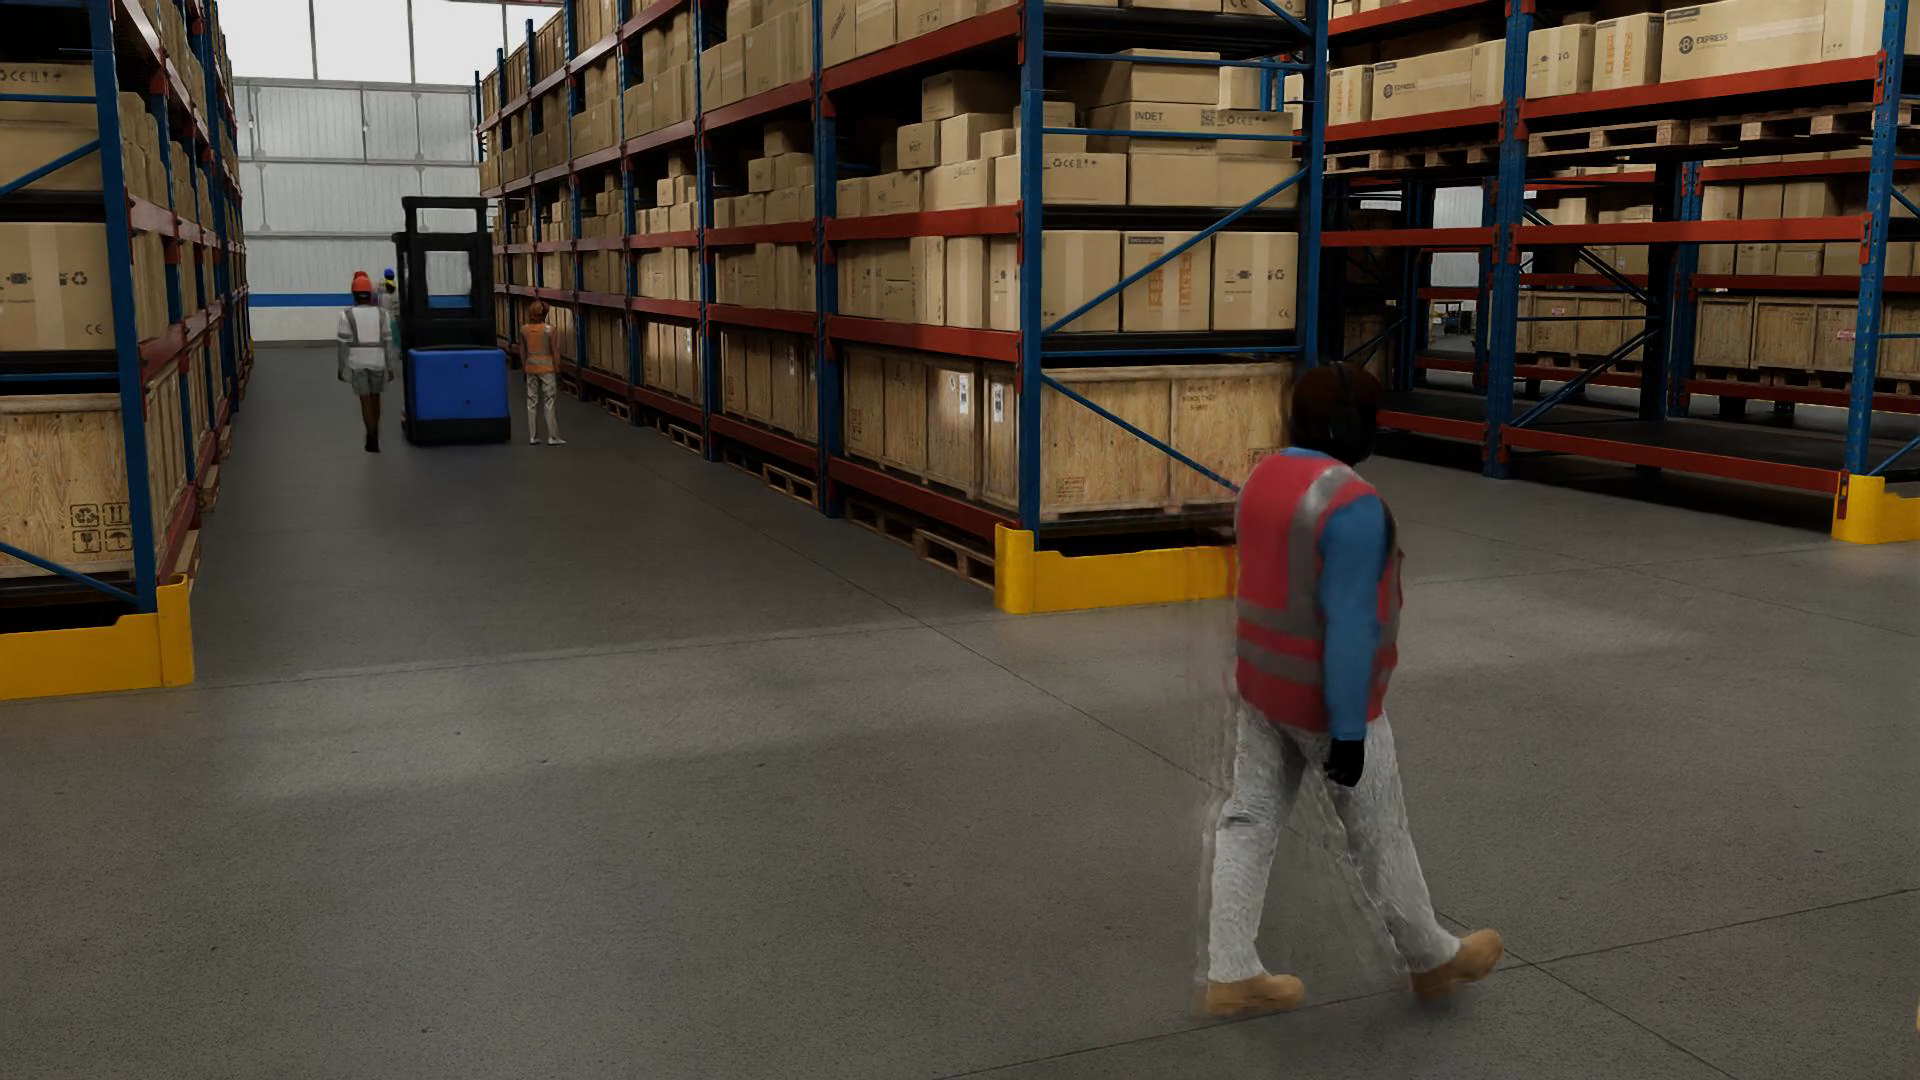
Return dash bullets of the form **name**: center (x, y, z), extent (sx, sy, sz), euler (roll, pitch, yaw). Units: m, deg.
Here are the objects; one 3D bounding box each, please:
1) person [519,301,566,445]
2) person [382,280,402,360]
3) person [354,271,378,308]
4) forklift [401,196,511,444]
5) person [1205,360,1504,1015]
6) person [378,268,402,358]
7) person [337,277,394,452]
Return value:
- **person**: center (-4.752, -1.888, 18.877), extent (0.514, 1.642, 0.311), euler (3, 10, 19)
- **person**: center (-12.084, -4.655, 35.286), extent (0.897, 1.693, 0.547), euler (-7, 12, -37)
- **person**: center (-10.118, -3.607, 28.319), extent (0.543, 1.928, 0.373), euler (9, 13, 42)
- **forklift**: center (-5.937, -2.593, 19.394), extent (1.129, 2.768, 1.873), euler (-4, 10, -22)
- **person**: center (1.086, 0.417, 4.573), extent (0.901, 1.802, 0.654), euler (-3, 10, -20)
- **person**: center (-12.291, -4.895, 35.991), extent (0.604, 1.942, 0.402), euler (-8, 13, -41)
- **person**: center (-6.595, -1.937, 18.373), extent (0.566, 1.902, 0.889), euler (-6, 11, -34)
